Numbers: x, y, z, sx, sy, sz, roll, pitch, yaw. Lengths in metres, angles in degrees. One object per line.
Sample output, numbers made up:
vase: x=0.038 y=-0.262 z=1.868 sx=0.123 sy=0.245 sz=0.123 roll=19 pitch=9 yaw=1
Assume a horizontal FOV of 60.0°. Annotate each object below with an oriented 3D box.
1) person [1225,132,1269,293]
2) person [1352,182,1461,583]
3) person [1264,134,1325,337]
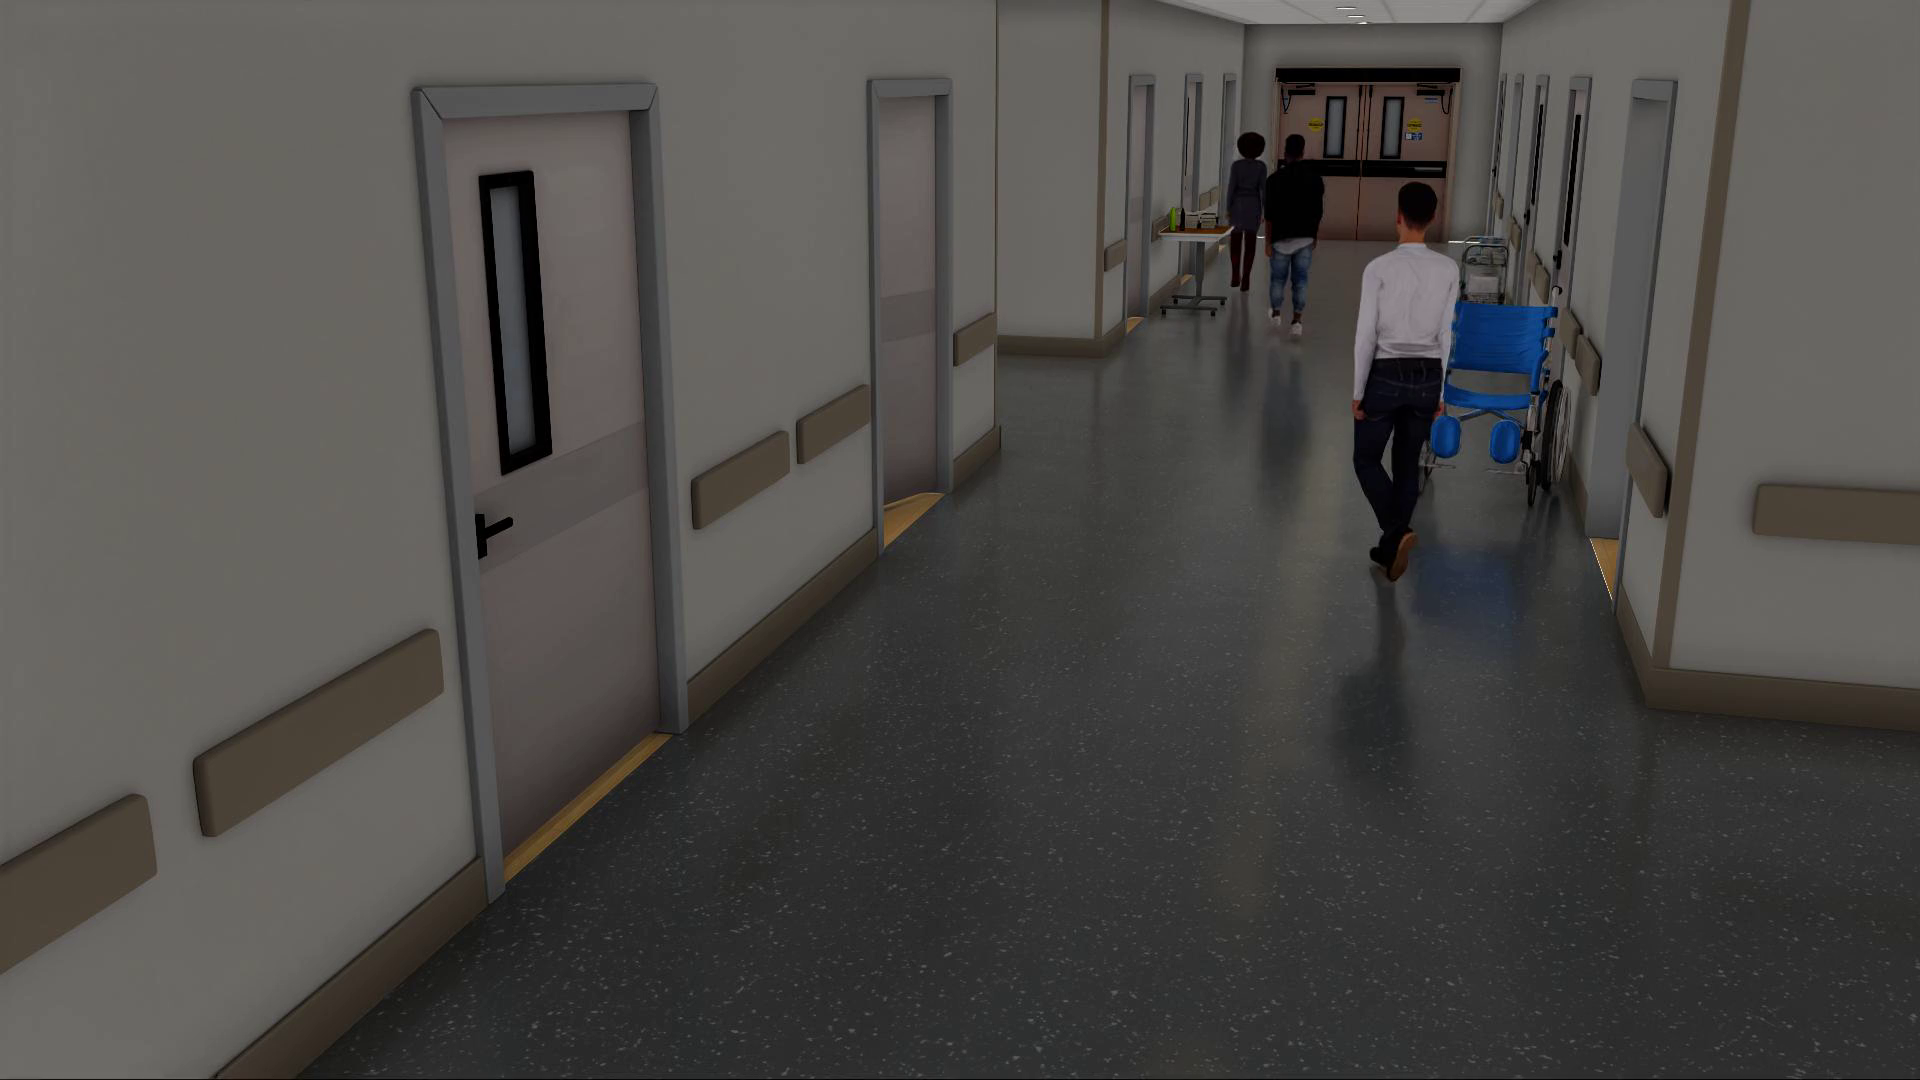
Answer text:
person: x=3.113 y=-3.551 z=18.093 sx=0.639 sy=1.699 sz=0.643 roll=3 pitch=16 yaw=10
person: x=2.061 y=-0.689 z=7.672 sx=0.810 sy=1.846 sz=1.059 roll=-1 pitch=16 yaw=-2
person: x=2.998 y=-2.687 z=14.903 sx=0.840 sy=1.767 sz=1.219 roll=1 pitch=16 yaw=4
